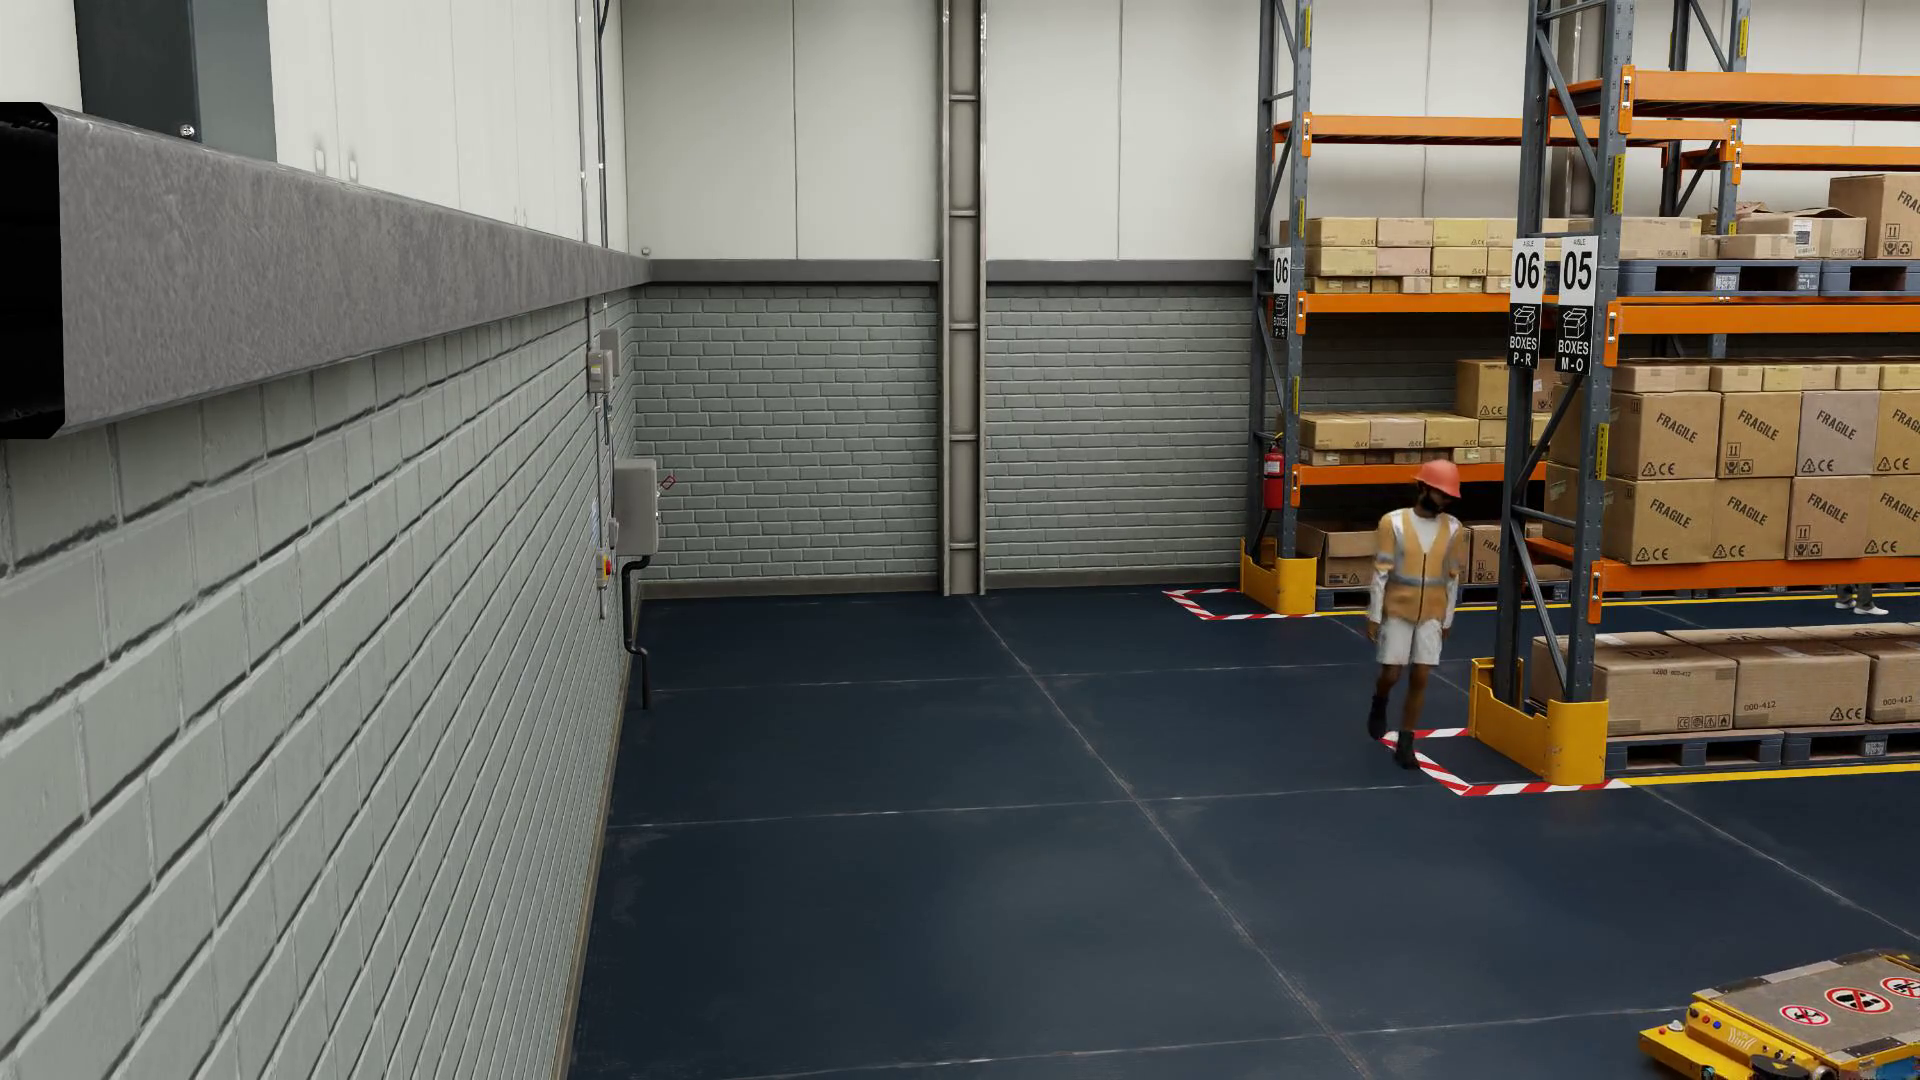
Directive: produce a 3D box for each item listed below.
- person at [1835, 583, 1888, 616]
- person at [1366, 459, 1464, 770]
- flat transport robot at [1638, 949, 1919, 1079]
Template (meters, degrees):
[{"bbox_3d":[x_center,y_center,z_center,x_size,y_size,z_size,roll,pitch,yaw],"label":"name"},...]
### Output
[{"bbox_3d":[8.036,-0.292,14.681,0.396,1.920,0.589,-2,9,-10],"label":"person"},{"bbox_3d":[2.780,0.430,10.252,0.584,1.906,0.585,0,9,-1],"label":"person"},{"bbox_3d":[3.391,1.874,6.381,1.431,0.197,0.652,-4,10,-24],"label":"flat transport robot"}]
